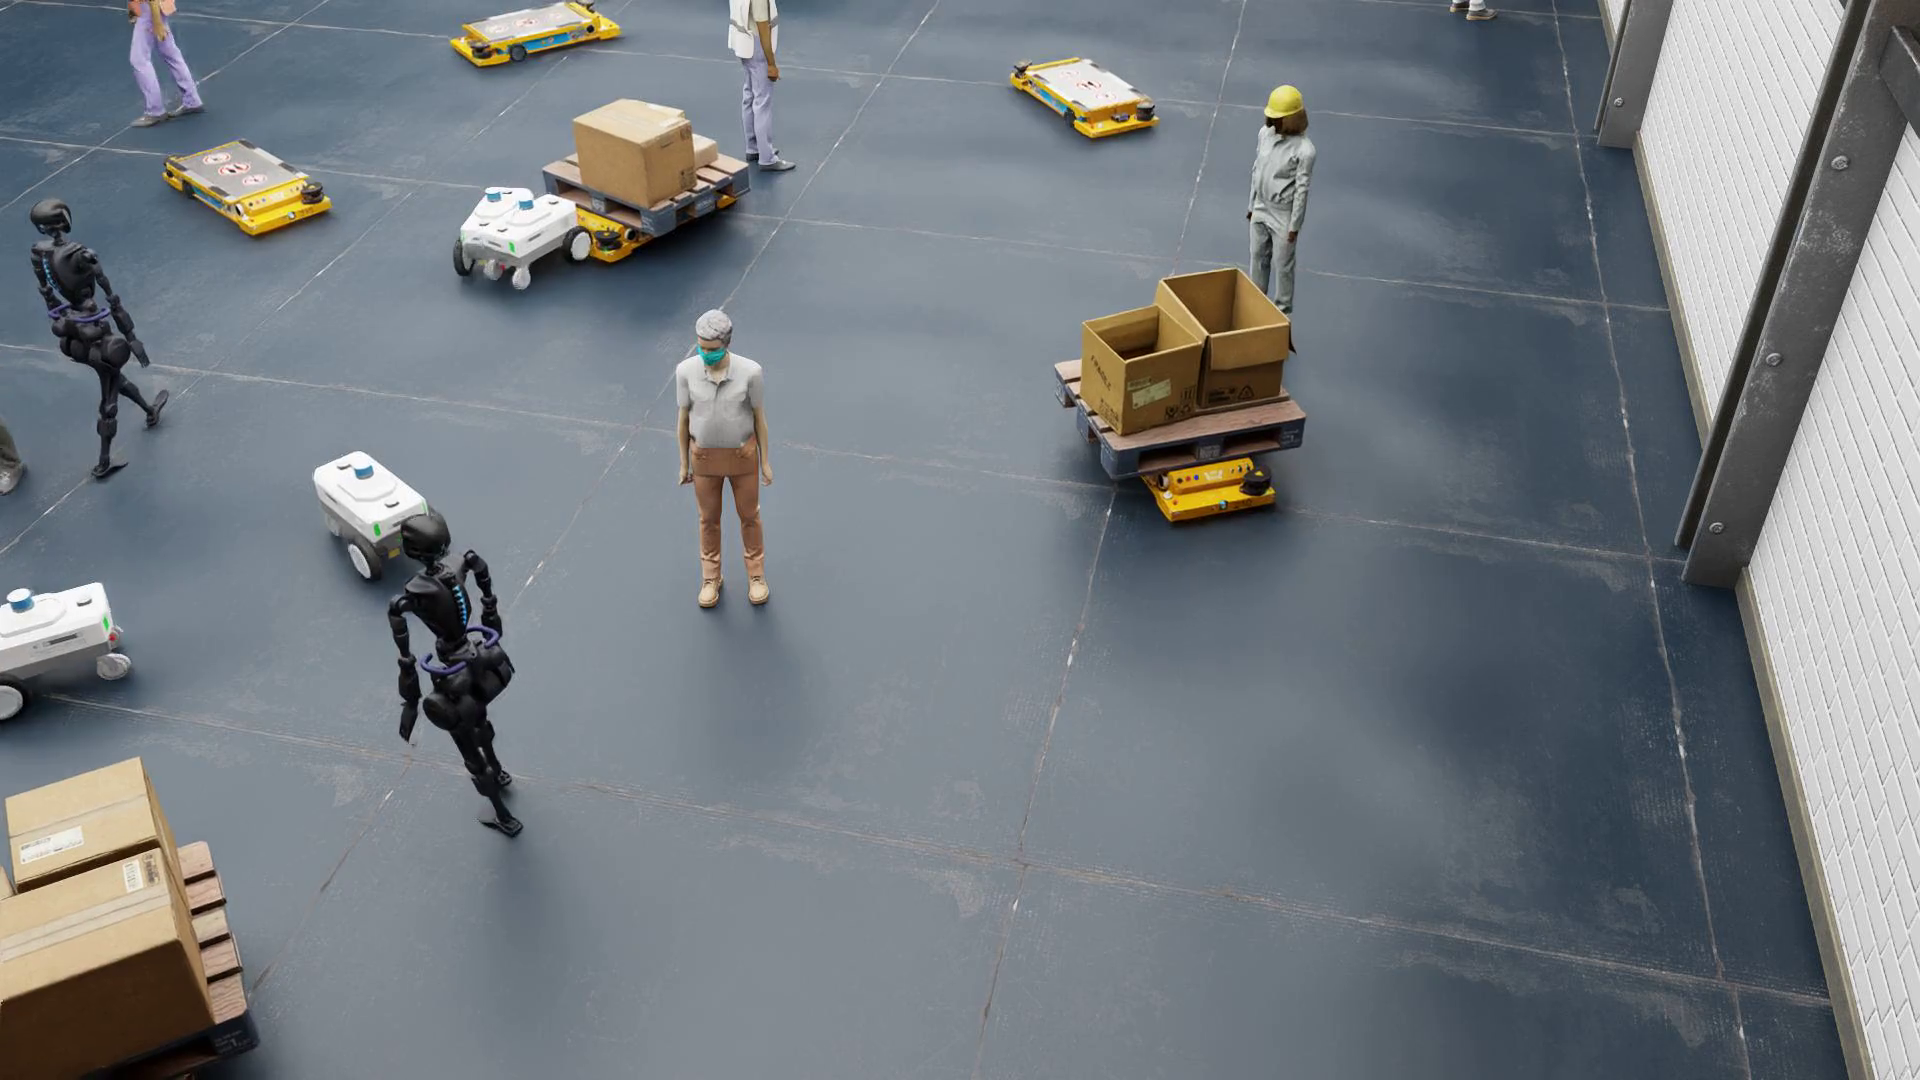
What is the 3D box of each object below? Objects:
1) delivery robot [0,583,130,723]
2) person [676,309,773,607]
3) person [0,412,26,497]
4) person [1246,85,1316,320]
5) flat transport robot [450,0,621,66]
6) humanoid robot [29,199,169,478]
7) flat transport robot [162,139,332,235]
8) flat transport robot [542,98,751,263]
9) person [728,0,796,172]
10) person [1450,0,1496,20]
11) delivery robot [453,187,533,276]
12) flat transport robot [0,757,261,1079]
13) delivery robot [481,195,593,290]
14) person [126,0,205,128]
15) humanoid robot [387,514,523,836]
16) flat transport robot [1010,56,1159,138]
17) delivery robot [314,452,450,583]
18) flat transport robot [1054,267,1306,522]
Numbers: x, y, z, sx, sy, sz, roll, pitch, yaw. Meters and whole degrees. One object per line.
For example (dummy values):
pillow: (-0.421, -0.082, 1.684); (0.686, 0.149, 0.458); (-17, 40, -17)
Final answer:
delivery robot: (-4.613, 0.510, 8.296); (0.789, 0.593, 0.499); (-18, 40, -23)
person: (-1.209, -0.413, 8.544); (0.482, 1.738, 0.319); (-2, 37, -3)
person: (-5.684, -0.944, 9.193); (0.640, 1.807, 0.715); (2, 37, 3)
person: (2.041, -2.125, 10.839); (0.311, 1.734, 0.478); (-23, 42, -27)
flat transport robot: (-3.981, -4.759, 15.587); (1.431, 0.231, 0.659); (-24, 43, -28)
humanoid robot: (-5.042, -1.235, 9.724); (0.601, 1.622, 0.790); (13, 39, 17)
flat transport robot: (-5.557, -2.758, 12.909); (1.431, 0.231, 0.659); (29, 46, 33)
flat transport robot: (-2.359, -2.520, 12.590); (0.659, 0.231, 1.431); (24, 43, 29)
person: (-1.591, -3.797, 12.981); (0.389, 1.847, 0.563); (-17, 40, -21)
person: (5.012, -5.923, 15.796); (0.343, 1.882, 0.578); (-14, 39, -18)
delivery robot: (-3.320, -2.239, 11.975); (0.499, 0.593, 0.789); (4, 37, 5)
flat transport robot: (-3.451, 1.963, 6.592); (0.659, 0.231, 1.431); (-18, 40, -22)
delivery robot: (-3.047, -2.182, 11.911); (0.499, 0.608, 0.786); (20, 41, 25)
person: (-6.806, -4.327, 13.712); (0.720, 1.823, 0.570); (-15, 39, -19)
humanoid robot: (-2.208, 0.590, 7.262); (0.527, 1.641, 0.599); (20, 41, 25)
flat transport robot: (1.060, -3.853, 14.375); (0.659, 0.231, 1.431); (-17, 40, -22)
delivery robot: (-3.242, -0.171, 9.212); (0.802, 0.600, 0.499); (31, 46, 34)
flat transport robot: (1.306, -0.625, 10.055); (0.659, 0.231, 1.431); (-10, 38, -14)
